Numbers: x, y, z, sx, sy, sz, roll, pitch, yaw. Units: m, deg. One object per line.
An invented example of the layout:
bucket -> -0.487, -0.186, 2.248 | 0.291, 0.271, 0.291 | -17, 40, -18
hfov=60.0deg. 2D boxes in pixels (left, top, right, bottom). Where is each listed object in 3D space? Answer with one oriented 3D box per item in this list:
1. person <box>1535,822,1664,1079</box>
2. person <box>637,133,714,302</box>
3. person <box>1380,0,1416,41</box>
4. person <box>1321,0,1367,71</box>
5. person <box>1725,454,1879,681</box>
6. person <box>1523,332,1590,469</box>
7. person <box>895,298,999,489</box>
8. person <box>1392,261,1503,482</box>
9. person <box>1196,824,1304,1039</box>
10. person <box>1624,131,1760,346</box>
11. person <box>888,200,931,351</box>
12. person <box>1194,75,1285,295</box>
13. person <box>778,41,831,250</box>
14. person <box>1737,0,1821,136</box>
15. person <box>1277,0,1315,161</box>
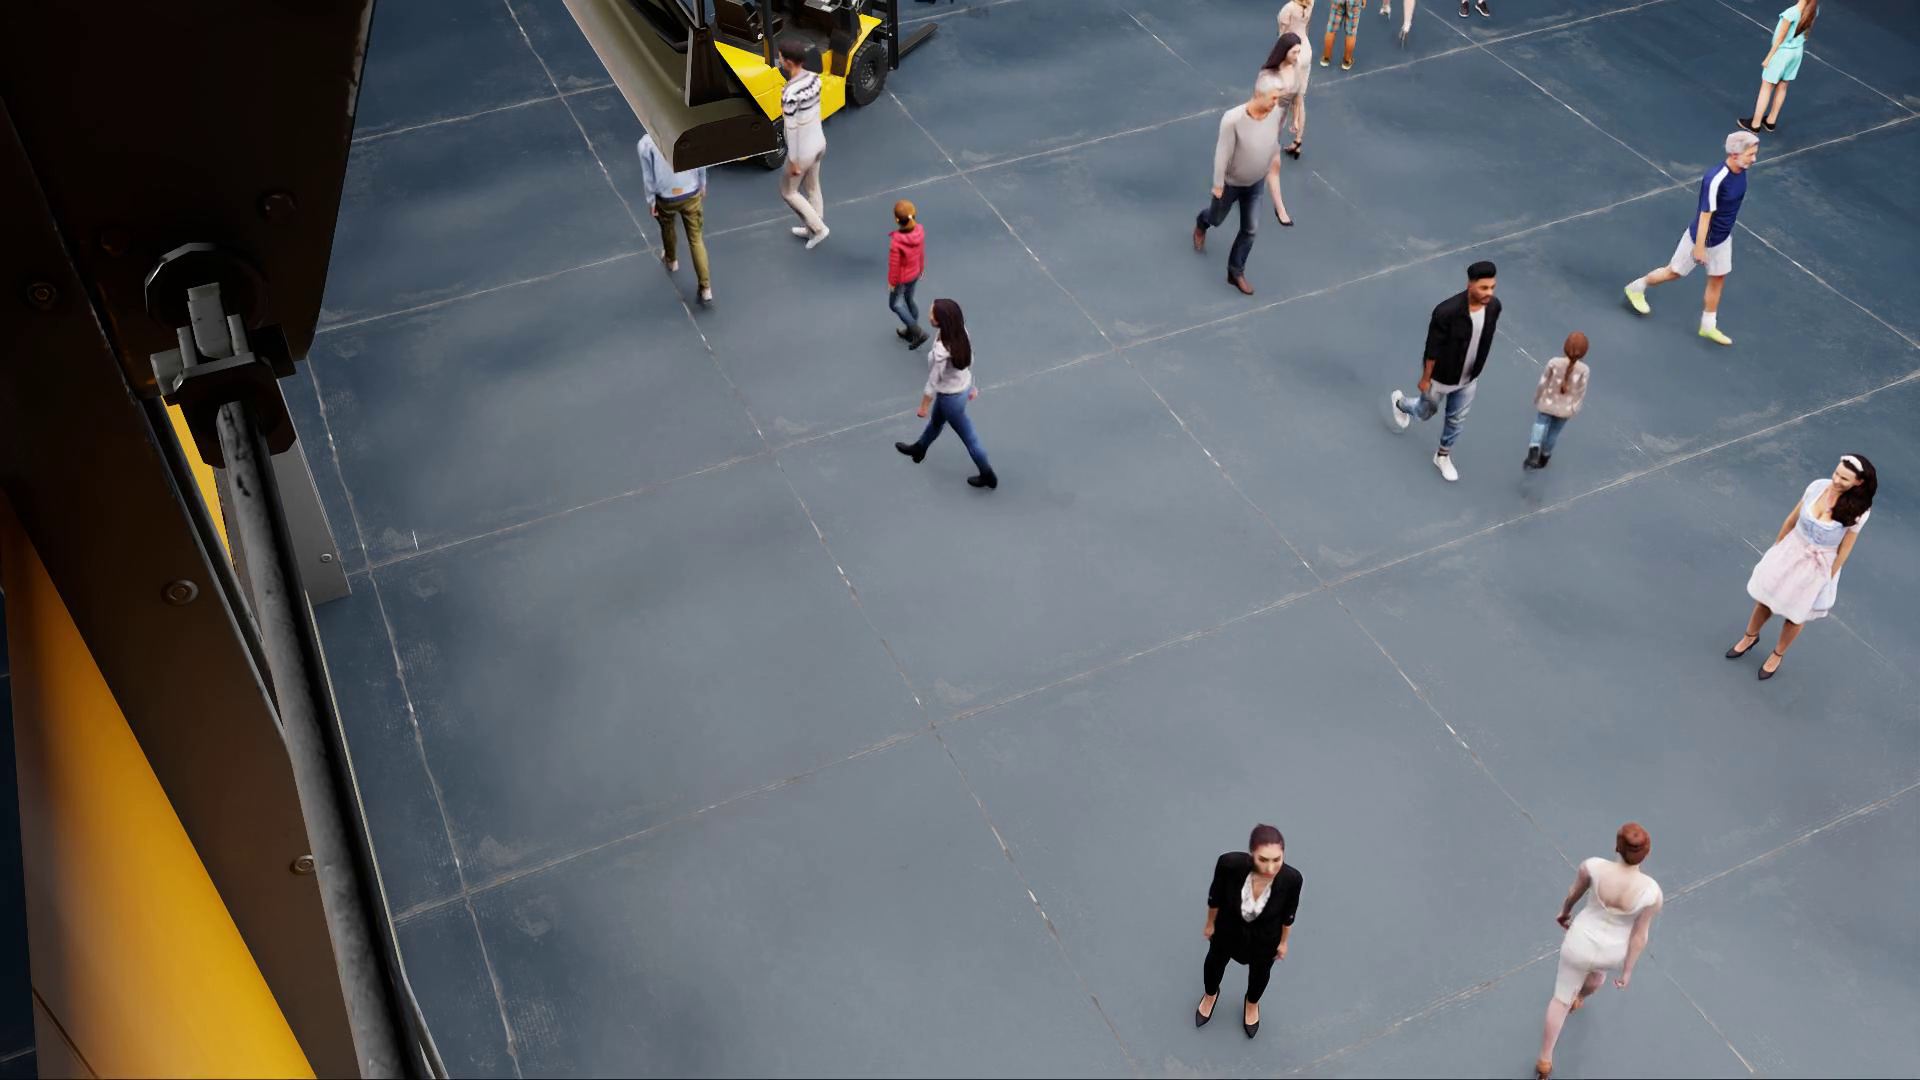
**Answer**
person -> 3.178, 2.148, 8.398 | 0.963, 1.747, 0.953 | 27, 50, 25
person -> -2.268, -2.759, 13.534 | 0.755, 1.769, 1.160 | -14, 45, -14
person -> 4.563, -5.901, 16.923 | 0.813, 1.643, 1.107 | -2, 44, -3
person -> 3.860, -5.398, 16.527 | 0.598, 1.460, 0.652 | 12, 45, 13
person -> 5.292, 0.161, 10.433 | 0.803, 1.819, 0.707 | -26, 49, -24
person -> 4.336, -0.971, 12.078 | 0.650, 1.189, 0.706 | 17, 46, 17
person -> 0.037, -0.994, 11.820 | 1.085, 1.576, 1.059 | 12, 45, 12
person -> 3.504, -1.301, 11.986 | 0.803, 1.793, 1.065 | -12, 45, -12
person -> 1.491, 2.013, 8.603 | 0.696, 1.660, 0.743 | 11, 45, 11
person -> 5.845, -2.445, 13.184 | 0.885, 1.797, 1.268 | -31, 52, -28
person -> -0.379, -2.057, 13.131 | 0.741, 1.308, 0.650 | 31, 52, 29
person -> 2.274, -3.011, 13.730 | 0.793, 1.862, 1.198 | -10, 44, -10
person -> -1.245, -3.295, 14.049 | 0.911, 1.835, 0.866 | 18, 46, 18
person -> 7.725, -4.547, 15.563 | 0.564, 1.559, 0.563 | -13, 45, -14
person -> 3.079, -4.297, 15.127 | 0.639, 1.798, 0.897 | -18, 46, -18
